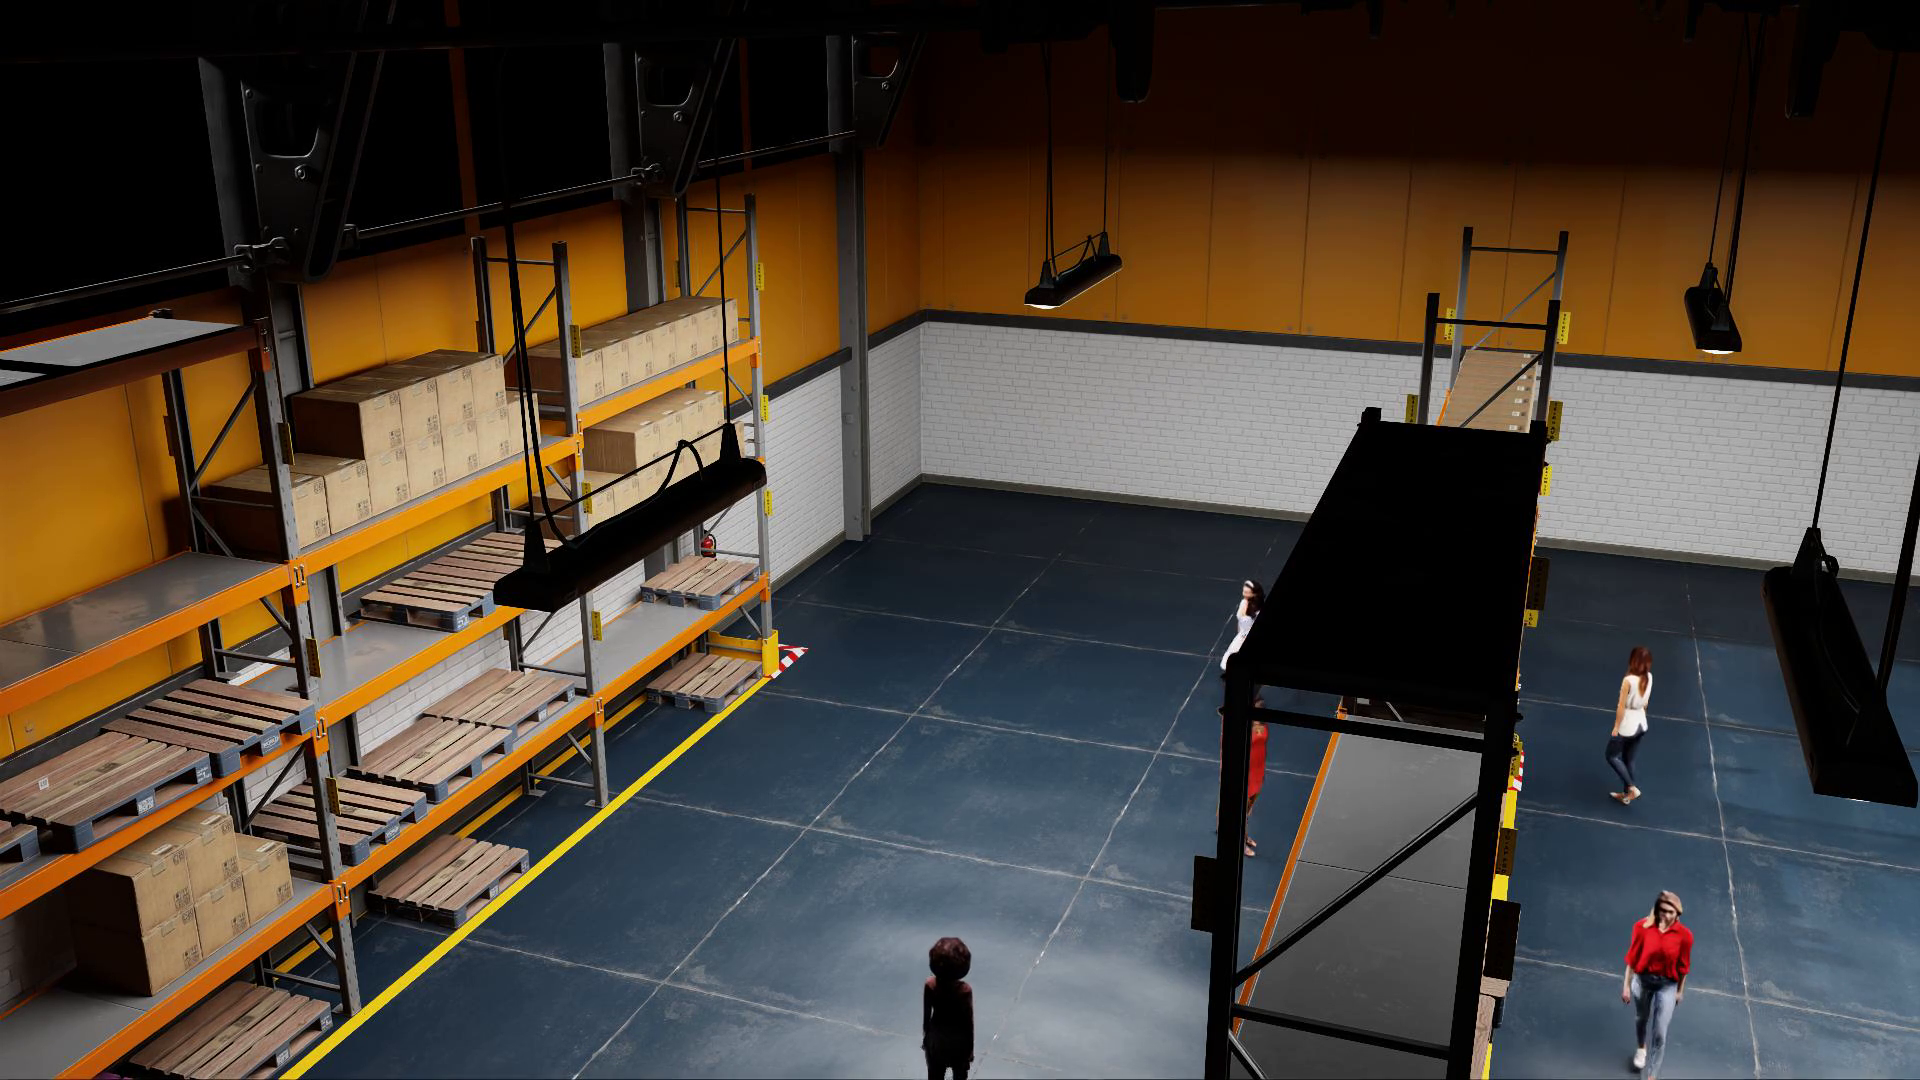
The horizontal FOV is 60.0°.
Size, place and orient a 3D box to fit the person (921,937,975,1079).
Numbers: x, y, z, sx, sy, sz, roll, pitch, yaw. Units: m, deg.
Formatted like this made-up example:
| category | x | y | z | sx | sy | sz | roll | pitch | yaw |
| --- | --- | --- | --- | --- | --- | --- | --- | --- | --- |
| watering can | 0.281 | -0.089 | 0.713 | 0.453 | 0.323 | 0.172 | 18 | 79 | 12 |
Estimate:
| category | x | y | z | sx | sy | sz | roll | pitch | yaw |
| --- | --- | --- | --- | --- | --- | --- | --- | --- | --- |
| person | -0.112 | 3.777 | 12.233 | 0.668 | 1.762 | 1.050 | 4 | 19 | 11 |

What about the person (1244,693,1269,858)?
| category | x | y | z | sx | sy | sz | roll | pitch | yaw |
| --- | --- | --- | --- | --- | --- | --- | --- | --- | --- |
| person | 2.884 | 2.302 | 16.678 | 0.766 | 1.721 | 0.672 | 17 | 25 | 41 |

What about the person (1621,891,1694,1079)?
| category | x | y | z | sx | sy | sz | roll | pitch | yaw |
| --- | --- | --- | --- | --- | --- | --- | --- | --- | --- |
| person | 5.510 | 3.498 | 13.205 | 0.683 | 1.671 | 1.025 | 9 | 20 | 24 |

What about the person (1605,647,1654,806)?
| category | x | y | z | sx | sy | sz | roll | pitch | yaw |
| --- | --- | --- | --- | --- | --- | --- | --- | --- | --- |
| person | 7.116 | 2.002 | 17.485 | 0.777 | 1.775 | 0.837 | -9 | 21 | -25 |

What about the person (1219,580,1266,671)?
| category | x | y | z | sx | sy | sz | roll | pitch | yaw |
| --- | --- | --- | --- | --- | --- | --- | --- | --- | --- |
| person | 3.470 | 1.303 | 19.523 | 0.937 | 1.799 | 0.871 | -9 | 21 | -25 |
